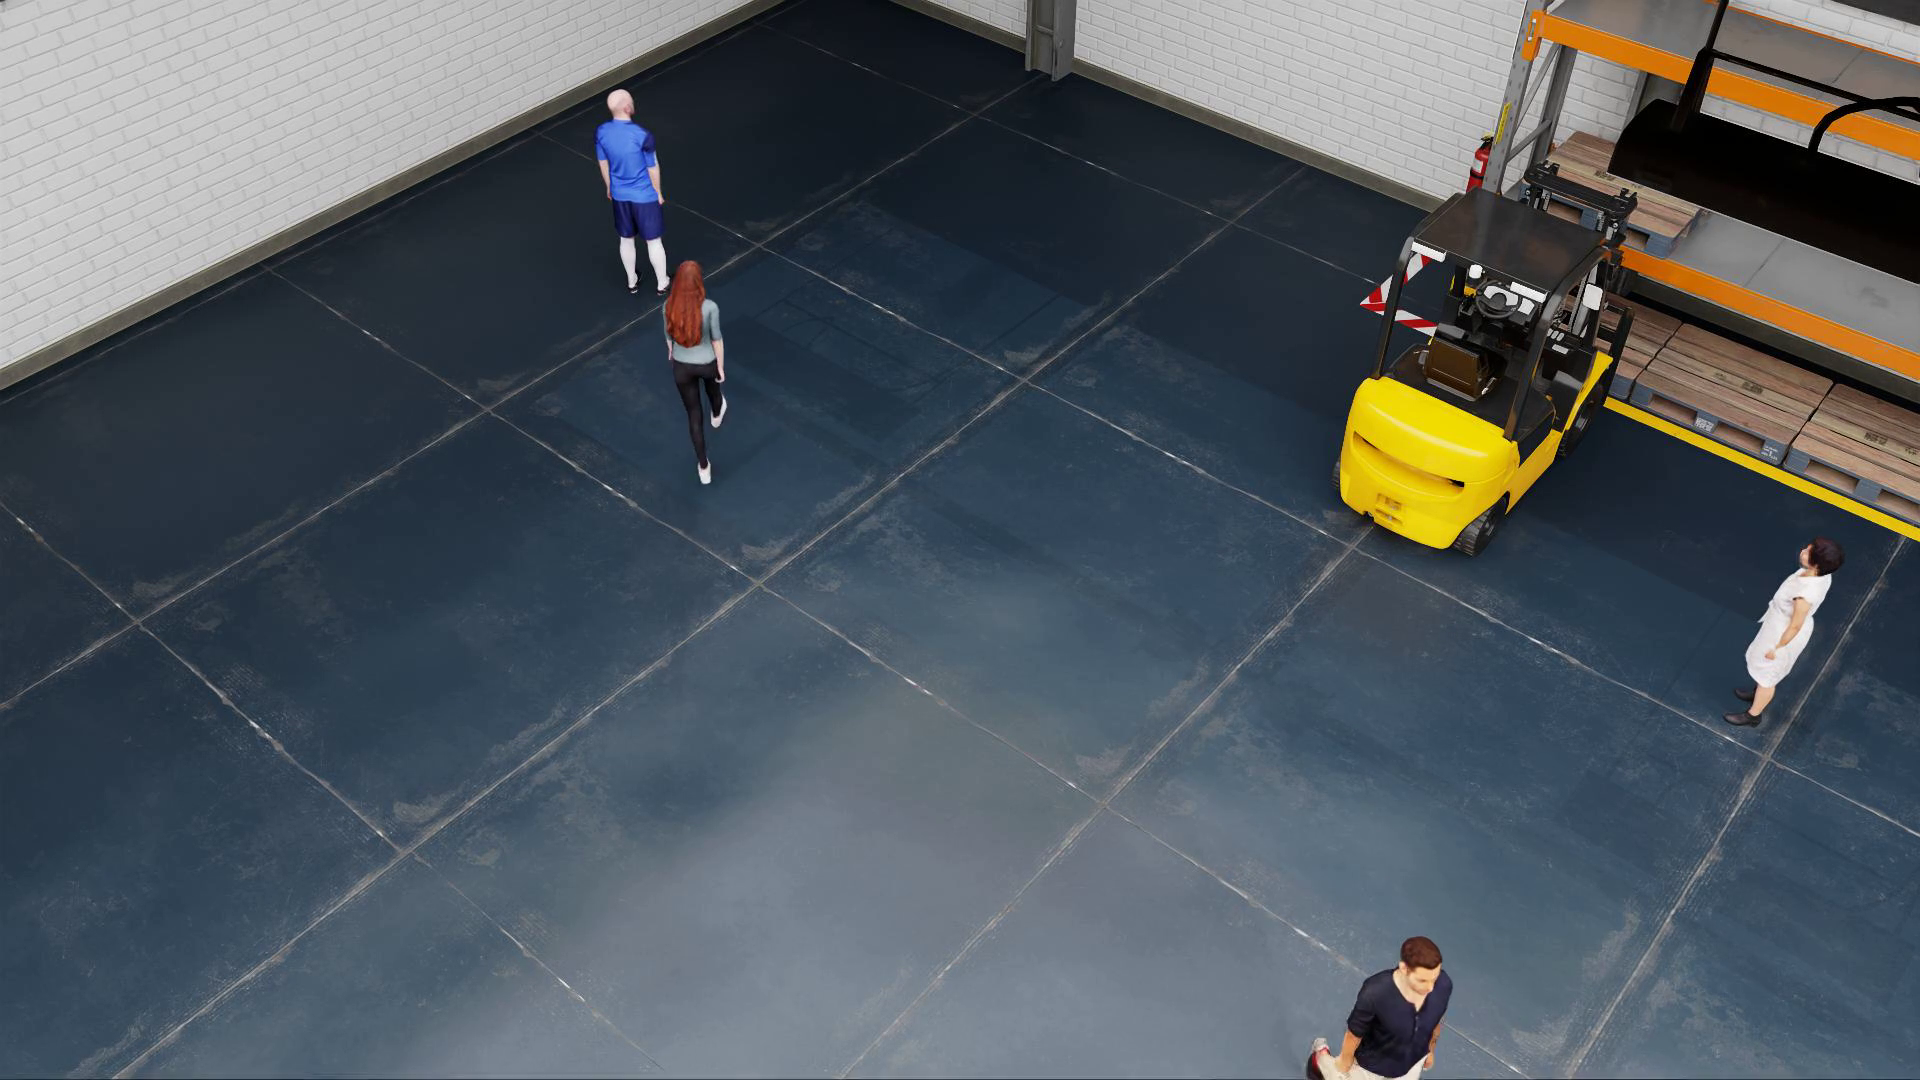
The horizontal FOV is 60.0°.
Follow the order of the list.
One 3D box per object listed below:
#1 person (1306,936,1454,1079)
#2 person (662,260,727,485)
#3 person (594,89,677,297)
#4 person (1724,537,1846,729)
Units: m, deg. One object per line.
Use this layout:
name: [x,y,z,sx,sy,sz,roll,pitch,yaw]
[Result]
person: [2.042,2.425,8.099,0.966,1.840,1.076,-10,44,-10]
person: [-1.911,-1.178,11.990,1.126,1.689,1.135,0,44,0]
person: [-2.667,-2.834,13.619,0.676,1.840,0.814,10,44,10]
person: [5.098,0.571,10.252,0.520,1.556,0.558,28,50,26]
